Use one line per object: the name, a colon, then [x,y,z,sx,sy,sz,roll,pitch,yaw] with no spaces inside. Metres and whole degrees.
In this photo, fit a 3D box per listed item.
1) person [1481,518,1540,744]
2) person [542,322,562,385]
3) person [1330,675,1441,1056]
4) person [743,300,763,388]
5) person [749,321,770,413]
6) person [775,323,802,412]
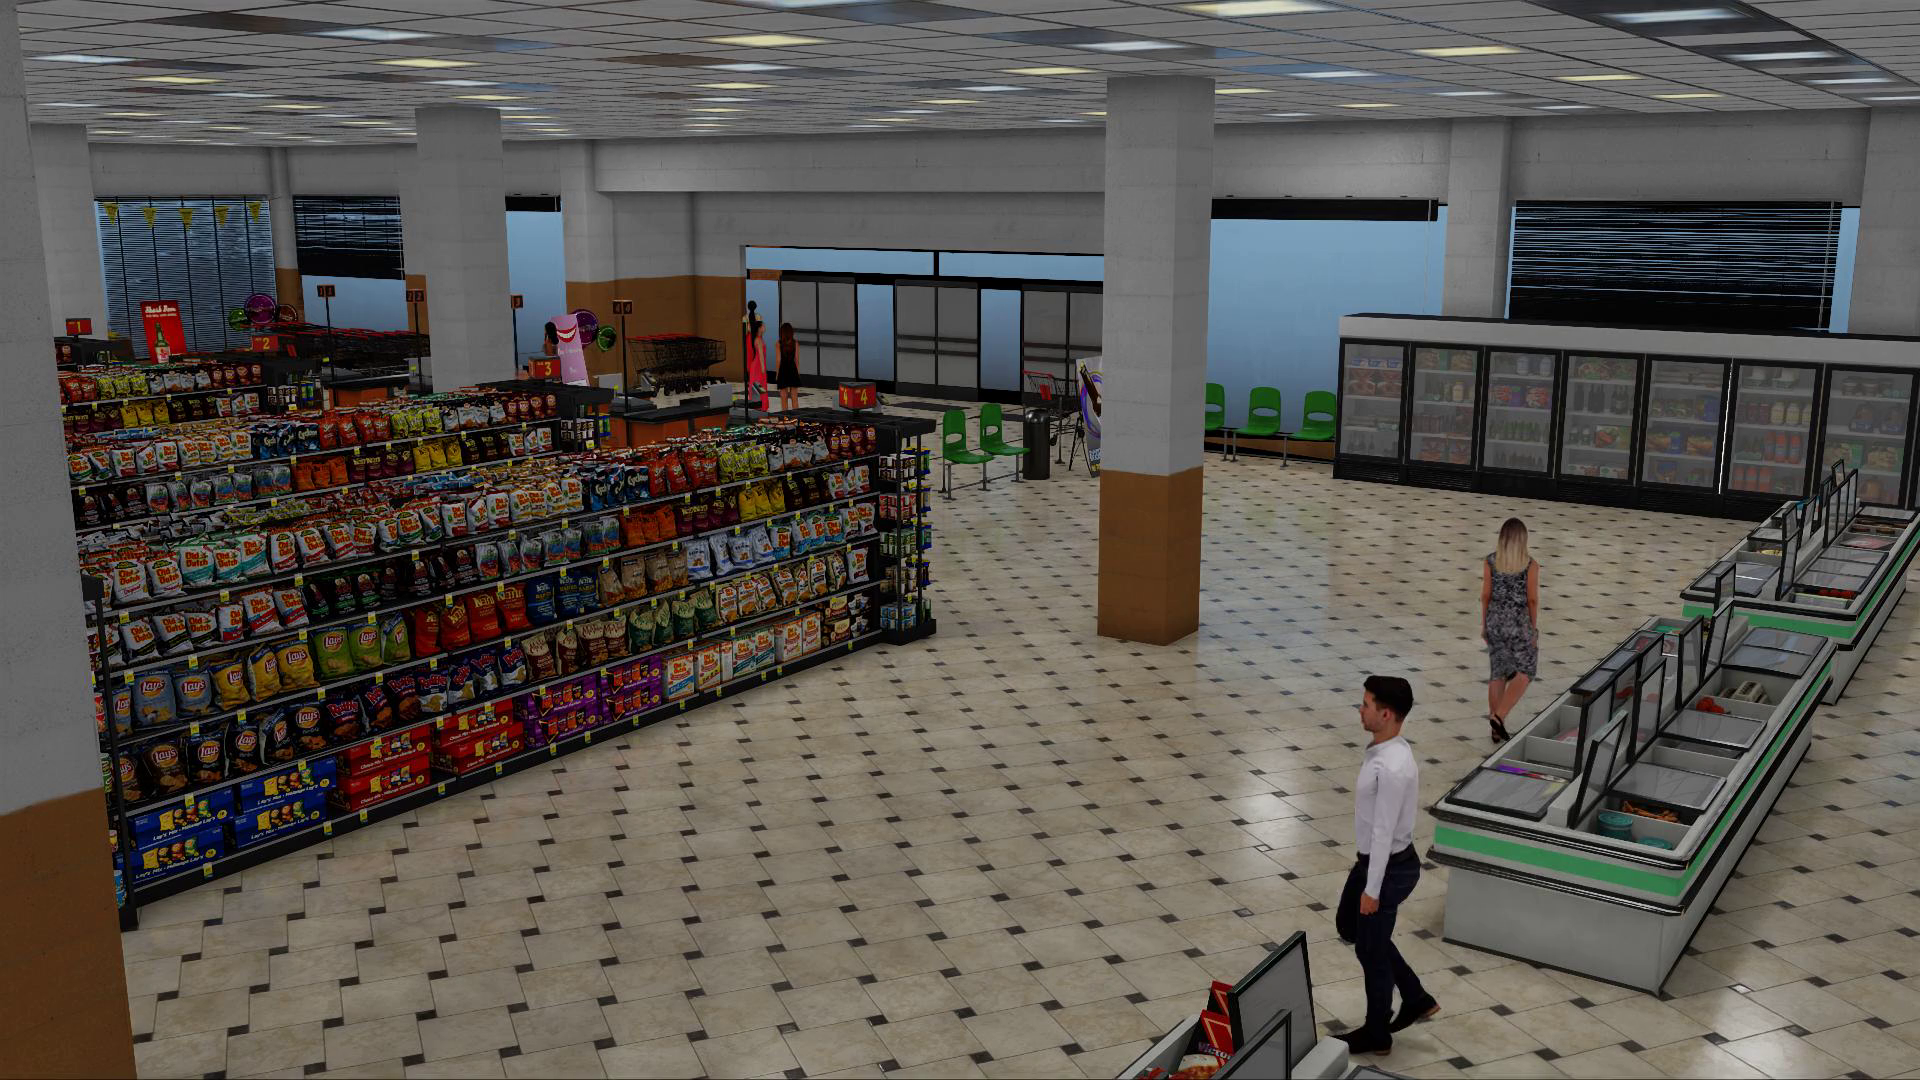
person: [3.966,0.698,12.122,0.611,1.689,0.738,10,15,39]
person: [-7.549,-3.215,30.814,0.784,1.645,0.639,2,12,7]
person: [2.061,1.542,7.714,0.818,1.853,0.803,3,12,14]
person: [-4.301,-4.078,34.548,0.629,1.793,0.735,-5,13,-24]
person: [-3.634,-3.105,30.091,0.752,1.725,0.717,-4,13,-19]
person: [-2.926,-2.766,28.220,0.633,1.834,0.729,-5,13,-22]
